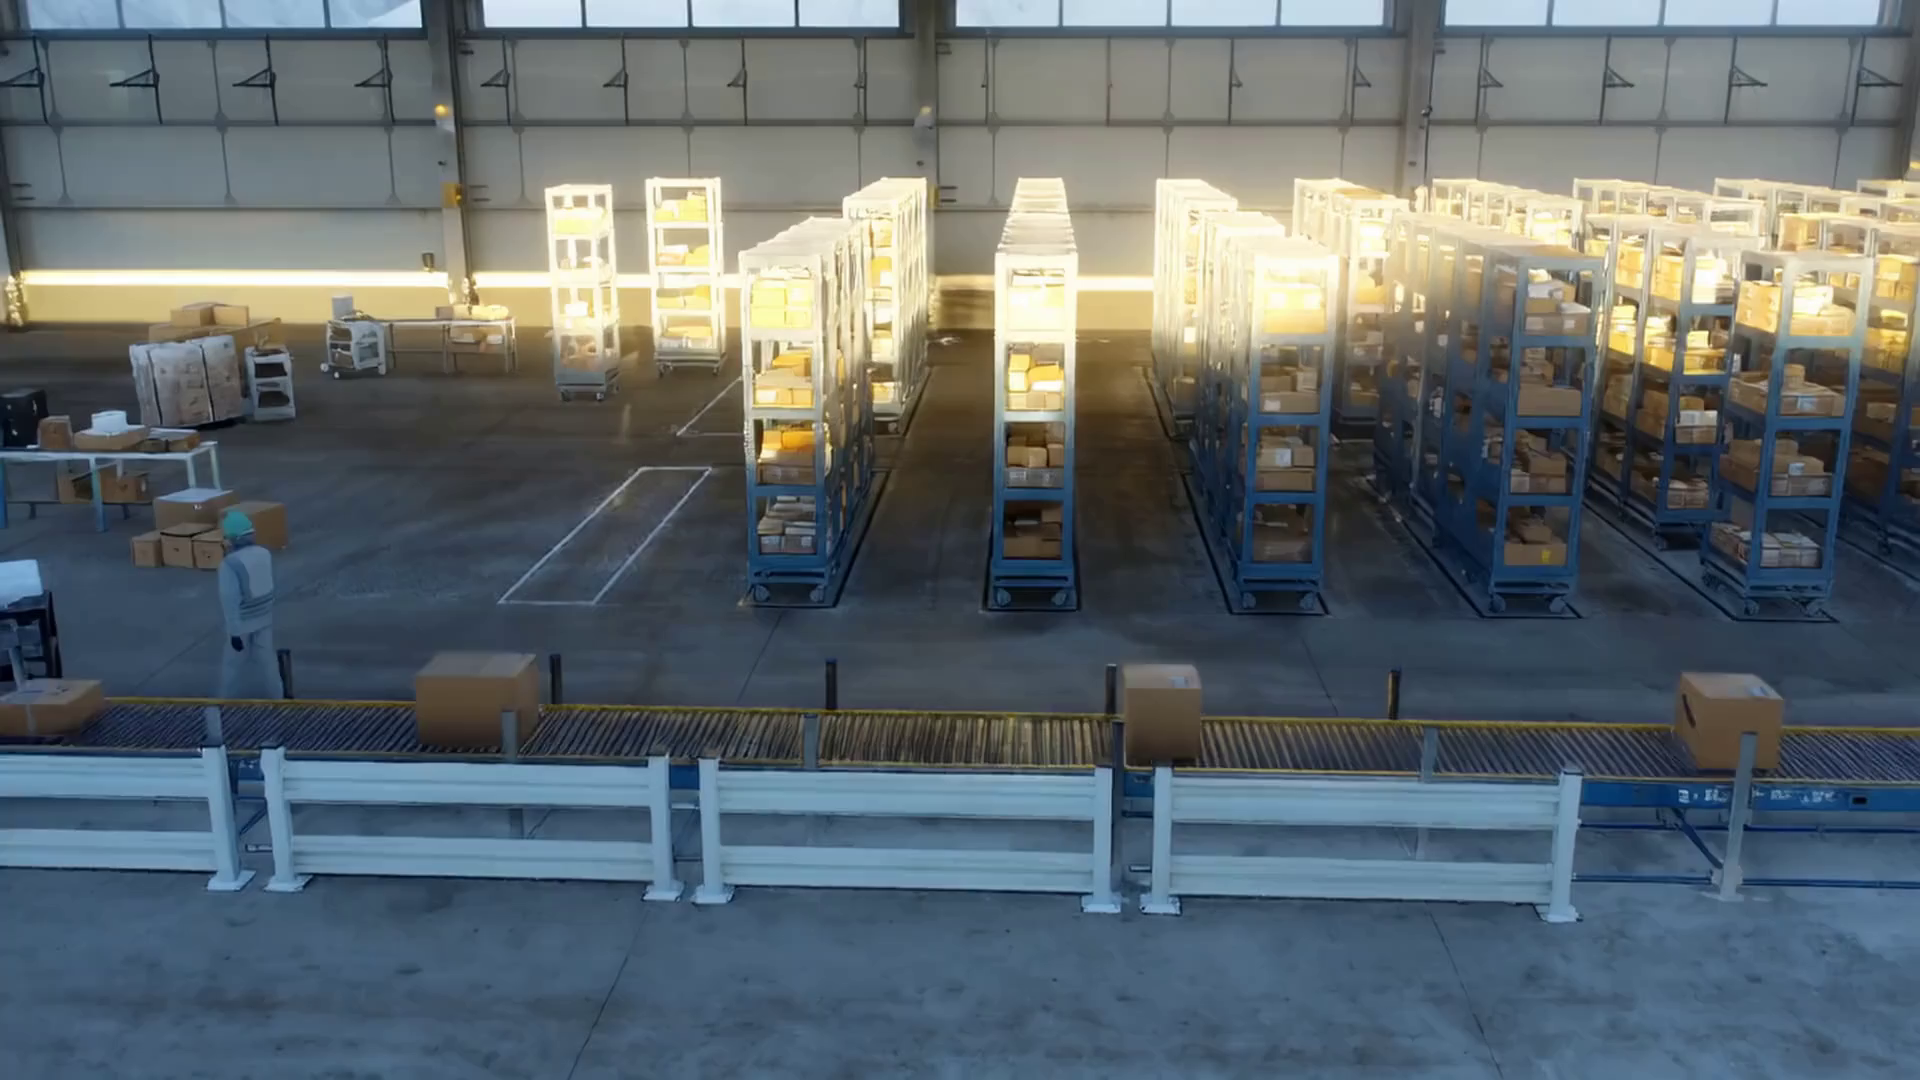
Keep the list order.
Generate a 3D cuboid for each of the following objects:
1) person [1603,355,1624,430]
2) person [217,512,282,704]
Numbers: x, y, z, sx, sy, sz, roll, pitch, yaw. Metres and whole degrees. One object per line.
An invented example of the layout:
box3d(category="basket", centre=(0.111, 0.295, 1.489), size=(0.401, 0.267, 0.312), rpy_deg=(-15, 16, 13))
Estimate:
box3d(category="person", centre=(9.410, -2.020, 23.594), size=(0.858, 1.808, 0.605), rpy_deg=(2, 15, 6))
box3d(category="person", centre=(-5.949, 0.643, 13.731), size=(0.849, 1.799, 0.624), rpy_deg=(5, 16, 19))
